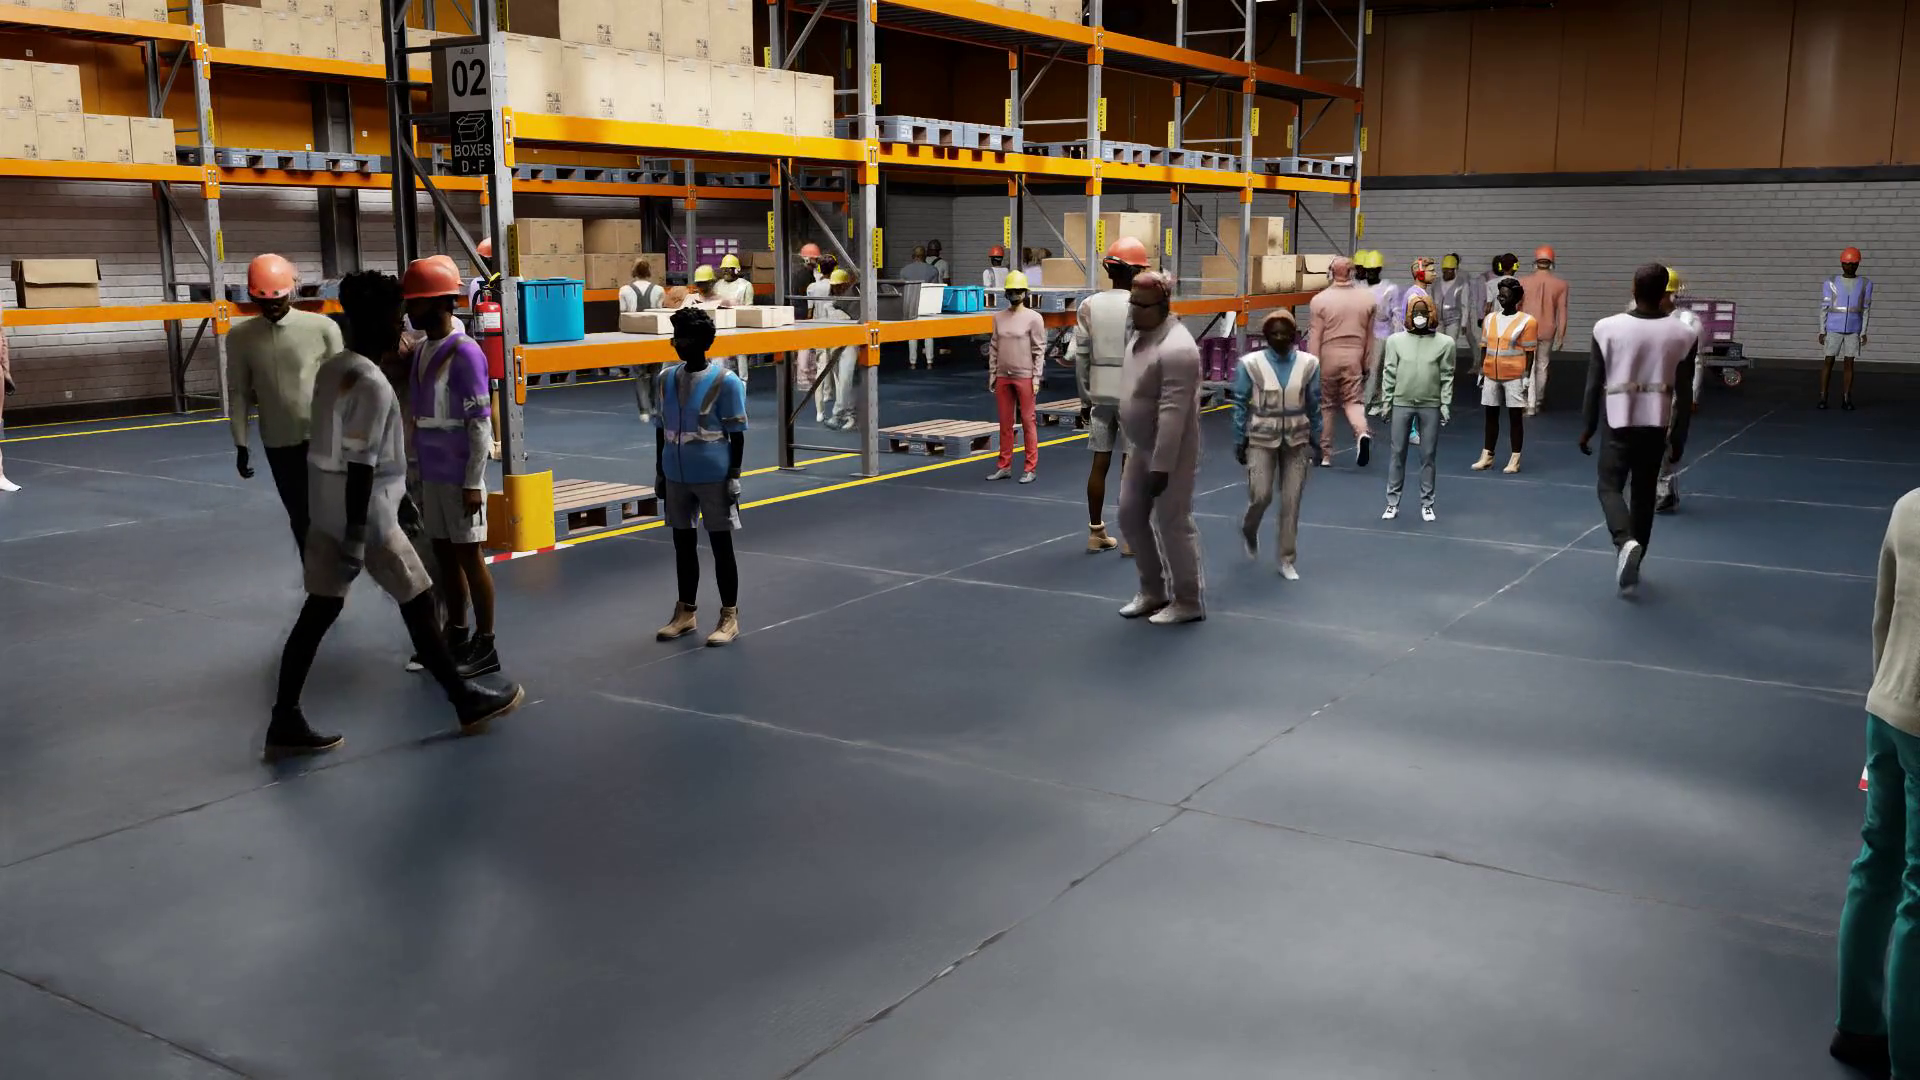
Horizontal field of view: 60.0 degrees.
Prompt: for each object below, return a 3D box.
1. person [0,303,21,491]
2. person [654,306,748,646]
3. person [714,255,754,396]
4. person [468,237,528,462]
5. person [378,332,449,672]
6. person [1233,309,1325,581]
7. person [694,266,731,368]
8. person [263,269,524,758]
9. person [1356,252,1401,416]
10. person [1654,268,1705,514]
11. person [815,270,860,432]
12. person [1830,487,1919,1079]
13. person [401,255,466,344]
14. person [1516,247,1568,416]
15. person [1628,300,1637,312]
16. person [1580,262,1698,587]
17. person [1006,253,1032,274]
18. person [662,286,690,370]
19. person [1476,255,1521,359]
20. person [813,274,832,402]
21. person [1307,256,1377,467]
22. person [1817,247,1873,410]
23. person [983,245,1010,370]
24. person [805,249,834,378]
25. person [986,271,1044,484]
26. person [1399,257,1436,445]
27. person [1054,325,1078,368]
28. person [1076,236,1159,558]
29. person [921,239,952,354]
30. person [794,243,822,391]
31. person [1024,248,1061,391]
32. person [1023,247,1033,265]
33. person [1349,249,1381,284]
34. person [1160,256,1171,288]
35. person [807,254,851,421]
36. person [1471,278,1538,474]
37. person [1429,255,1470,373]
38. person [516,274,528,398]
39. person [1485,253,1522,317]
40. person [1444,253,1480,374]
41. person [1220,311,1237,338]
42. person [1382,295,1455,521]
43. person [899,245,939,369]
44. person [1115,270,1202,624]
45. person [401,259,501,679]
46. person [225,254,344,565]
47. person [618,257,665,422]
[{"bbox_3d":[-7.825,-1.301,13.231,0.404,1.903,0.636,4,11,22],"label":"person"},{"bbox_3d":[-1.311,-0.314,8.324,0.542,1.695,0.316,5,11,27],"label":"person"},{"bbox_3d":[-2.959,-2.771,21.557,0.589,1.834,0.403,4,11,22],"label":"person"},{"bbox_3d":[-4.248,-1.735,15.237,0.375,2.043,0.610,-9,13,-40],"label":"person"},{"bbox_3d":[-2.574,-0.211,8.009,0.529,1.610,0.613,3,11,16],"label":"person"},{"bbox_3d":[1.905,-0.581,10.019,0.531,1.626,0.453,0,10,-2],"label":"person"},{"bbox_3d":[-2.737,-2.140,18.323,0.526,1.748,0.512,3,11,15],"label":"person"},{"bbox_3d":[-2.319,-0.108,6.595,1.031,1.901,0.616,-9,13,-40],"label":"person"},{"bbox_3d":[4.638,-2.315,18.887,0.612,1.875,0.988,7,13,36],"label":"person"},{"bbox_3d":[5.137,-1.091,12.299,0.473,1.816,0.590,-6,12,-29],"label":"person"},{"bbox_3d":[-1.294,-1.989,17.582,0.507,1.700,0.879,6,12,32],"label":"person"},{"bbox_3d":[2.311,0.454,3.888,0.329,1.764,0.524,1,10,4],"label":"person"},{"bbox_3d":[-3.204,-0.785,10.295,0.543,1.932,0.384,6,12,32],"label":"person"},{"bbox_3d":[6.687,-2.411,19.285,0.623,1.948,1.018,2,10,12],"label":"person"},{"bbox_3d":[7.909,-2.261,19.337,0.685,1.610,0.510,-3,11,-18],"label":"person"},{"bbox_3d":[3.939,-0.655,9.651,0.593,1.900,0.762,2,10,10],"label":"person"},{"bbox_3d":[0.897,-3.693,26.459,0.636,1.911,0.406,-3,11,-14],"label":"person"},{"bbox_3d":[-2.466,-1.398,14.533,0.284,1.627,0.494,-2,10,-11],"label":"person"},{"bbox_3d":[7.923,-3.298,24.558,0.665,1.808,0.558,0,10,-1],"label":"person"},{"bbox_3d":[-1.625,-2.533,20.817,0.512,1.624,0.400,4,11,22],"label":"person"},{"bbox_3d":[3.358,-1.554,14.658,0.653,1.888,0.710,-2,10,-11],"label":"person"},{"bbox_3d":[10.565,-2.519,19.875,0.543,1.939,0.356,3,11,18],"label":"person"},{"bbox_3d":[0.569,-3.609,25.914,0.553,1.935,0.364,-6,12,-31],"label":"person"},{"bbox_3d":[-2.023,-3.273,24.207,0.647,1.885,1.009,5,11,25],"label":"person"},{"bbox_3d":[0.461,-1.356,13.903,0.525,1.771,0.310,7,12,34],"label":"person"},{"bbox_3d":[4.531,-1.870,16.521,0.389,1.850,0.567,3,11,18],"label":"person"},{"bbox_3d":[1.882,-3.654,26.484,1.019,1.821,0.568,-8,13,-37],"label":"person"},{"bbox_3d":[1.040,-0.910,10.667,0.614,2.041,0.393,8,13,38],"label":"person"},{"bbox_3d":[-0.451,-4.335,29.652,0.676,2.000,0.536,5,11,24],"label":"person"},{"bbox_3d":[-1.979,-2.974,22.287,0.524,1.971,0.648,1,10,5],"label":"person"},{"bbox_3d":[1.138,-2.961,22.387,0.767,1.908,0.659,-7,13,-36],"label":"person"},{"bbox_3d":[1.217,-4.506,31.034,0.354,1.883,0.573,-3,11,-14],"label":"person"},{"bbox_3d":[4.874,-2.583,20.298,0.605,1.911,0.688,4,11,23],"label":"person"},{"bbox_3d":[3.130,-3.674,26.579,0.704,1.823,0.429,0,10,0],"label":"person"},{"bbox_3d":[-1.452,-2.256,18.598,0.512,1.874,0.328,2,10,10],"label":"person"},{"bbox_3d":[4.743,-1.424,14.471,0.320,1.698,0.531,-9,14,-41],"label":"person"},{"bbox_3d":[6.740,-3.033,23.045,0.616,1.813,0.476,7,12,35],"label":"person"},{"bbox_3d":[-5.735,-2.778,21.306,0.401,1.938,0.603,-1,10,-6],"label":"person"},{"bbox_3d":[6.694,-2.580,20.418,0.520,1.865,0.328,5,11,26],"label":"person"},{"bbox_3d":[7.504,-3.406,25.121,0.575,1.814,0.785,-9,13,-40],"label":"person"},{"bbox_3d":[4.461,-3.765,27.043,0.623,1.845,0.430,-8,13,-37],"label":"person"},{"bbox_3d":[3.298,-0.949,12.016,0.500,1.633,0.285,3,11,16],"label":"person"},{"bbox_3d":[-0.637,-3.658,26.184,0.627,1.940,0.375,0,10,-1],"label":"person"},{"bbox_3d":[1.063,-0.457,8.653,0.543,1.863,0.670,-3,11,-18],"label":"person"},{"bbox_3d":[-2.384,-0.317,7.676,0.373,1.934,0.552,-10,14,-43],"label":"person"},{"bbox_3d":[-3.543,-0.528,8.819,0.630,1.941,0.764,0,10,-1],"label":"person"},{"bbox_3d":[-3.577,-2.252,18.708,0.519,1.818,0.722,-3,11,-18],"label":"person"}]
